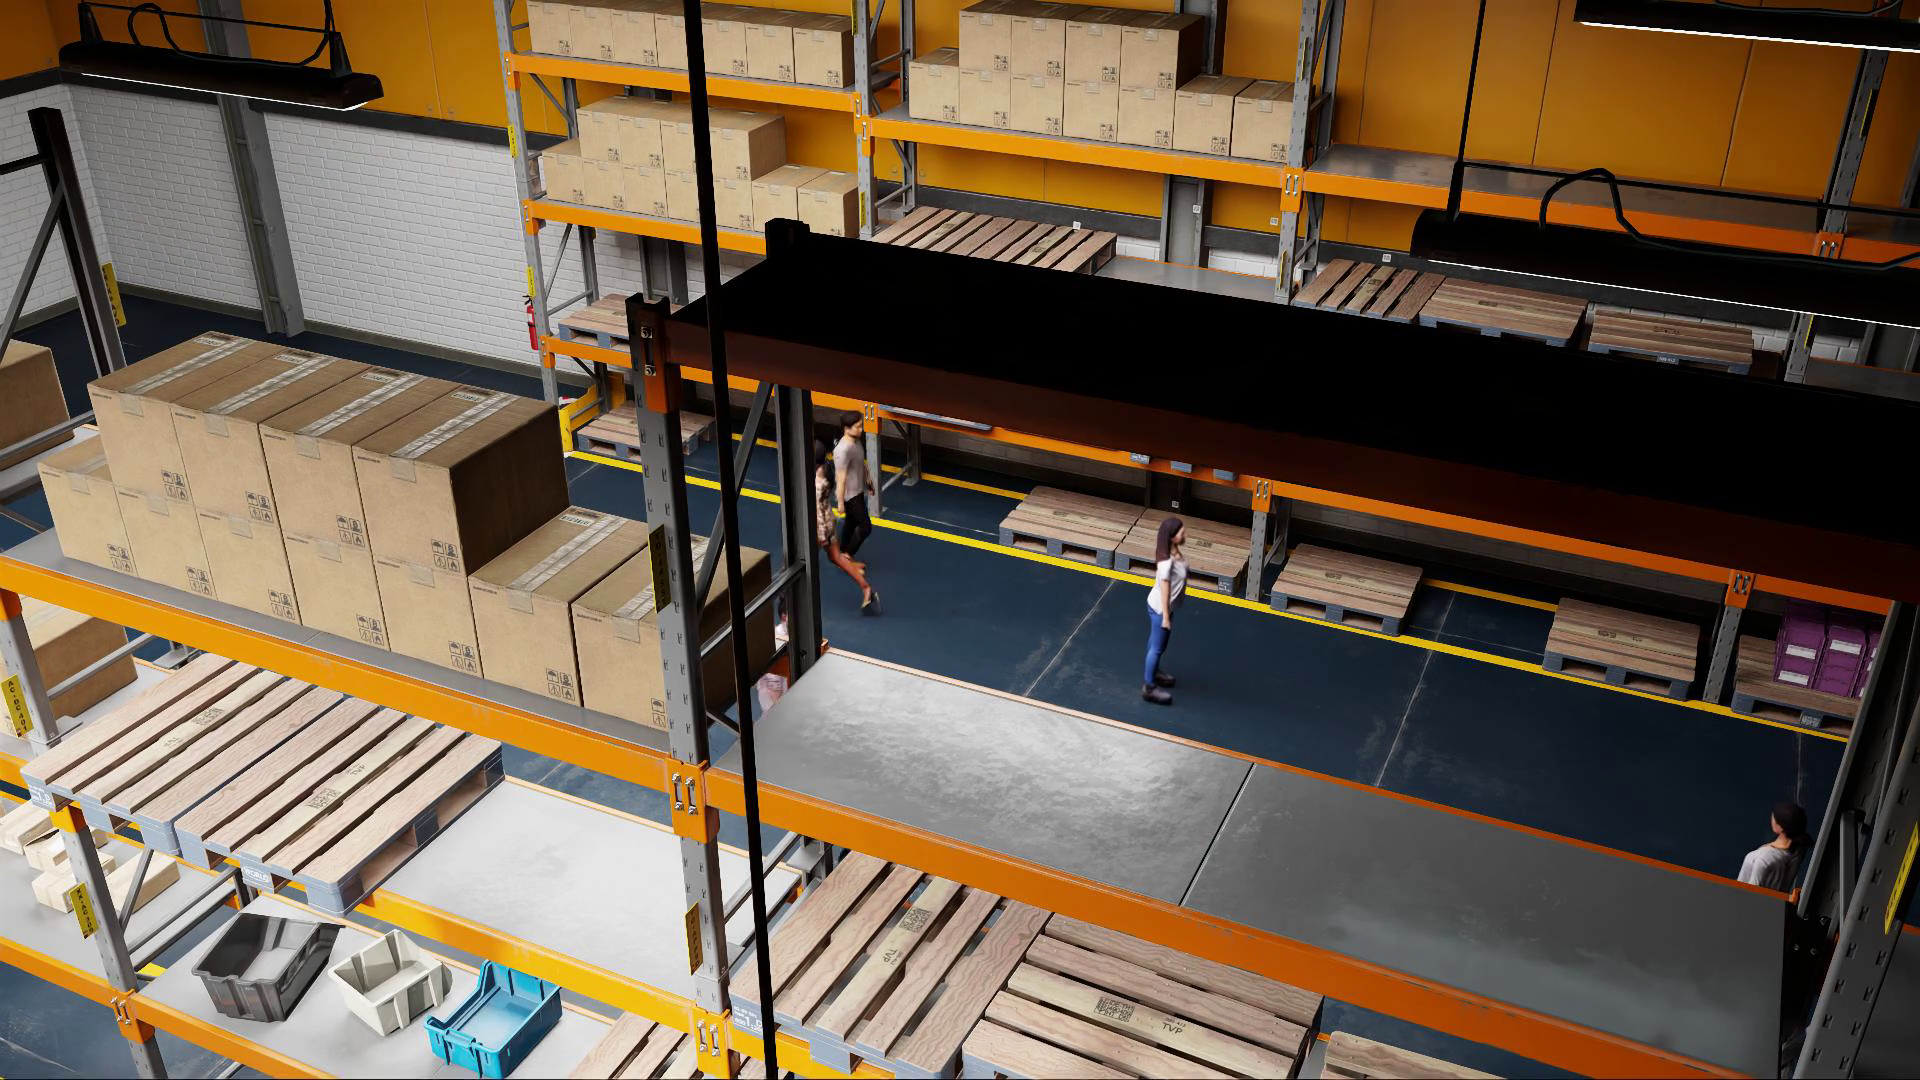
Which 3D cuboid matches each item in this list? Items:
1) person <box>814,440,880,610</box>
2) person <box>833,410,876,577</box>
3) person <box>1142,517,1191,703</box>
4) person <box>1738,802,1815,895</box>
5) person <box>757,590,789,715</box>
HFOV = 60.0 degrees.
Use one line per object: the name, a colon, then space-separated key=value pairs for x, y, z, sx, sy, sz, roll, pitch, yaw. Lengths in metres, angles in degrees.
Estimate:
person: x=-1.161 y=-0.087 z=14.941 sx=1.177 sy=1.754 sz=0.805 roll=4 pitch=29 yaw=7
person: x=-1.106 y=-0.457 z=15.671 sx=0.701 sy=1.704 sz=0.702 roll=4 pitch=29 yaw=8
person: x=1.684 y=0.567 z=13.820 sx=0.604 sy=1.680 sz=0.636 roll=6 pitch=29 yaw=10
person: x=5.019 y=2.370 z=10.415 sx=0.679 sy=1.775 sz=0.712 roll=-16 pitch=32 yaw=-26
person: x=-1.377 y=1.122 z=12.752 sx=0.840 sy=1.728 sz=0.784 roll=22 pitch=35 yaw=34
